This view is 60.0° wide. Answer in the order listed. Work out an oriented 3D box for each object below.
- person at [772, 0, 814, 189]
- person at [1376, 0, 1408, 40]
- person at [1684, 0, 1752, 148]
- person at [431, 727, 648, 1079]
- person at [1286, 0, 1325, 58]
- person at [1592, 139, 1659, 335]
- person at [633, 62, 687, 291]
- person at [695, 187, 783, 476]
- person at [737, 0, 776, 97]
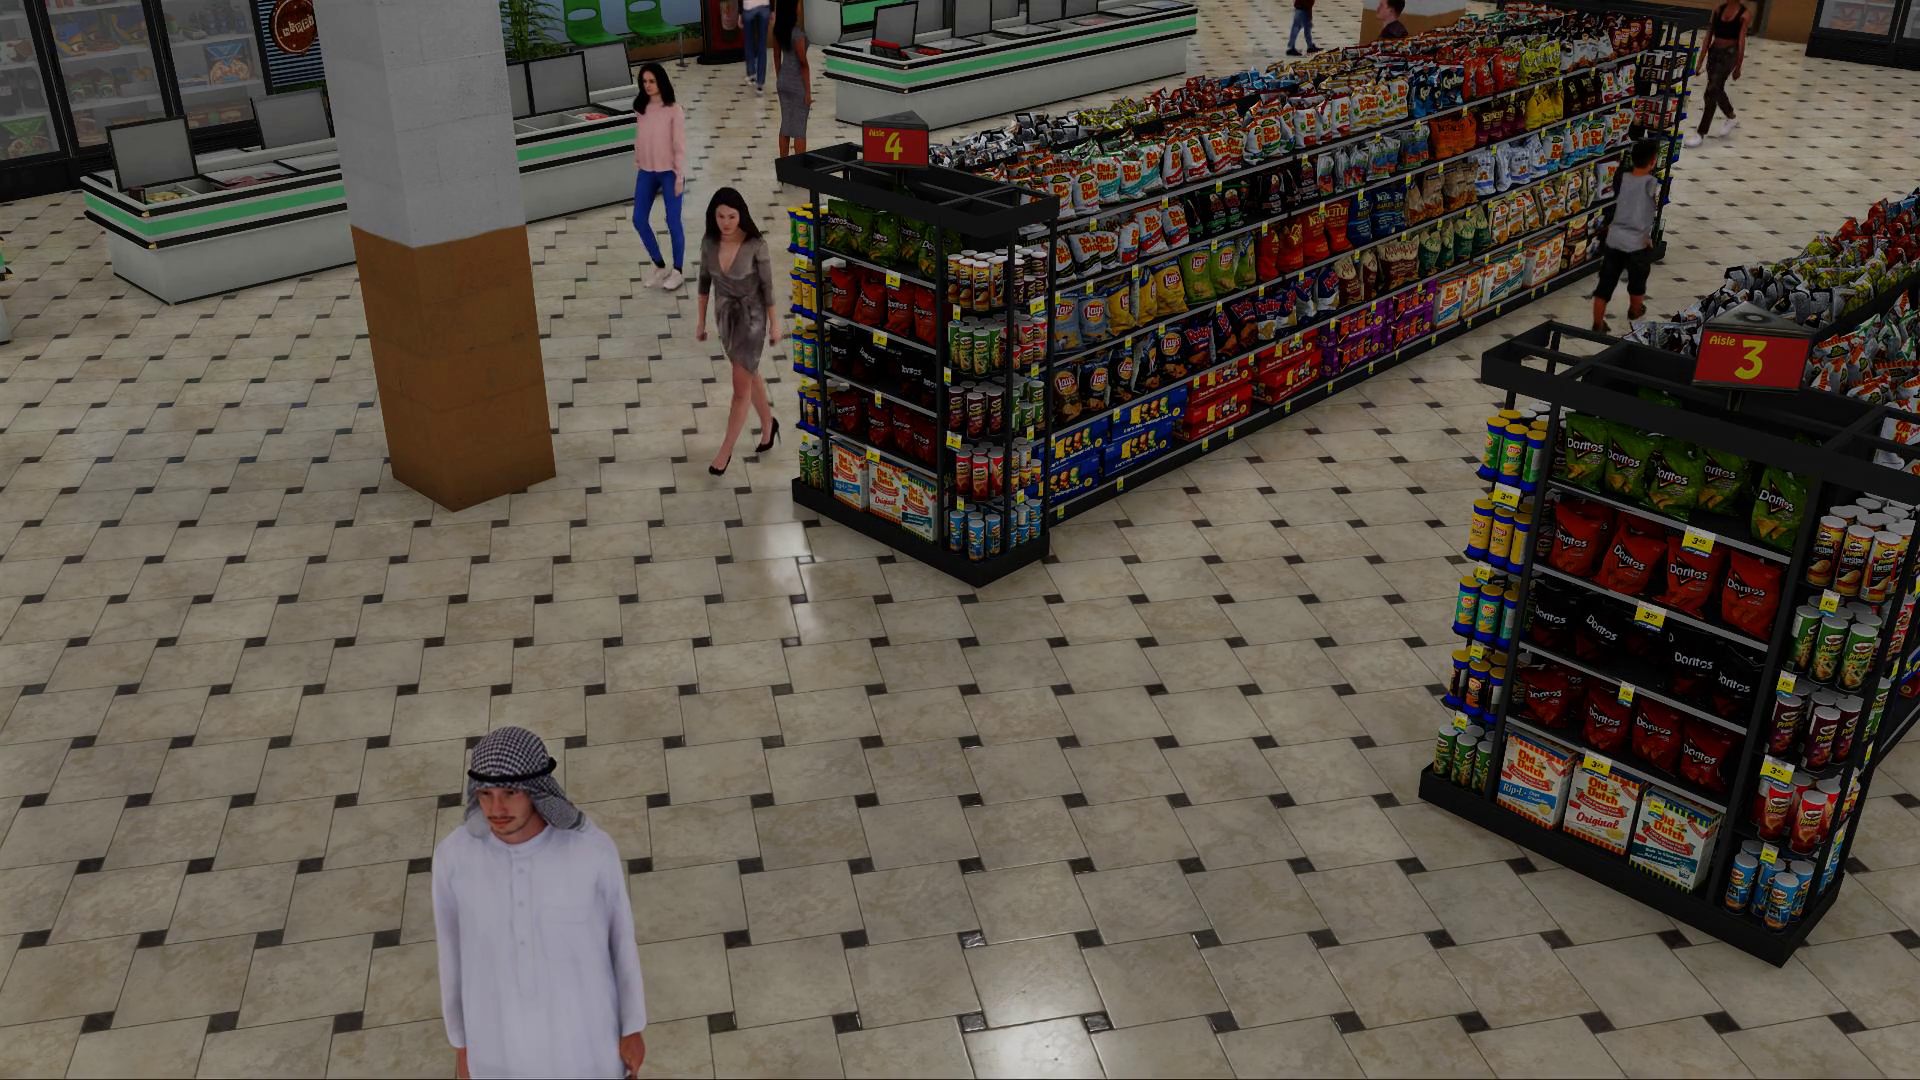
[{"bbox_3d":[-1.569,-4.206,15.570,0.518,1.781,0.581,-24,35,-38],"label":"person"},{"bbox_3d":[3.927,-4.010,15.137,1.132,1.824,1.207,8,28,15],"label":"person"},{"bbox_3d":[7.863,-4.889,17.050,1.192,1.660,0.767,-15,30,-27],"label":"person"},{"bbox_3d":[-1.113,1.330,4.492,0.781,1.927,0.861,-3,27,-6],"label":"person"},{"bbox_3d":[4.346,-6.848,21.377,0.784,1.241,0.750,4,27,7],"label":"person"},{"bbox_3d":[4.801,-2.199,12.011,0.605,1.421,0.973,23,35,38],"label":"person"},{"bbox_3d":[-2.249,-2.810,12.846,0.767,1.756,0.749,12,29,23],"label":"person"},{"bbox_3d":[-1.254,-1.267,9.871,0.871,1.695,1.074,12,29,22],"label":"person"},{"bbox_3d":[-2.341,-6.024,19.179,1.026,1.759,1.008,-5,27,-9],"label":"person"}]
